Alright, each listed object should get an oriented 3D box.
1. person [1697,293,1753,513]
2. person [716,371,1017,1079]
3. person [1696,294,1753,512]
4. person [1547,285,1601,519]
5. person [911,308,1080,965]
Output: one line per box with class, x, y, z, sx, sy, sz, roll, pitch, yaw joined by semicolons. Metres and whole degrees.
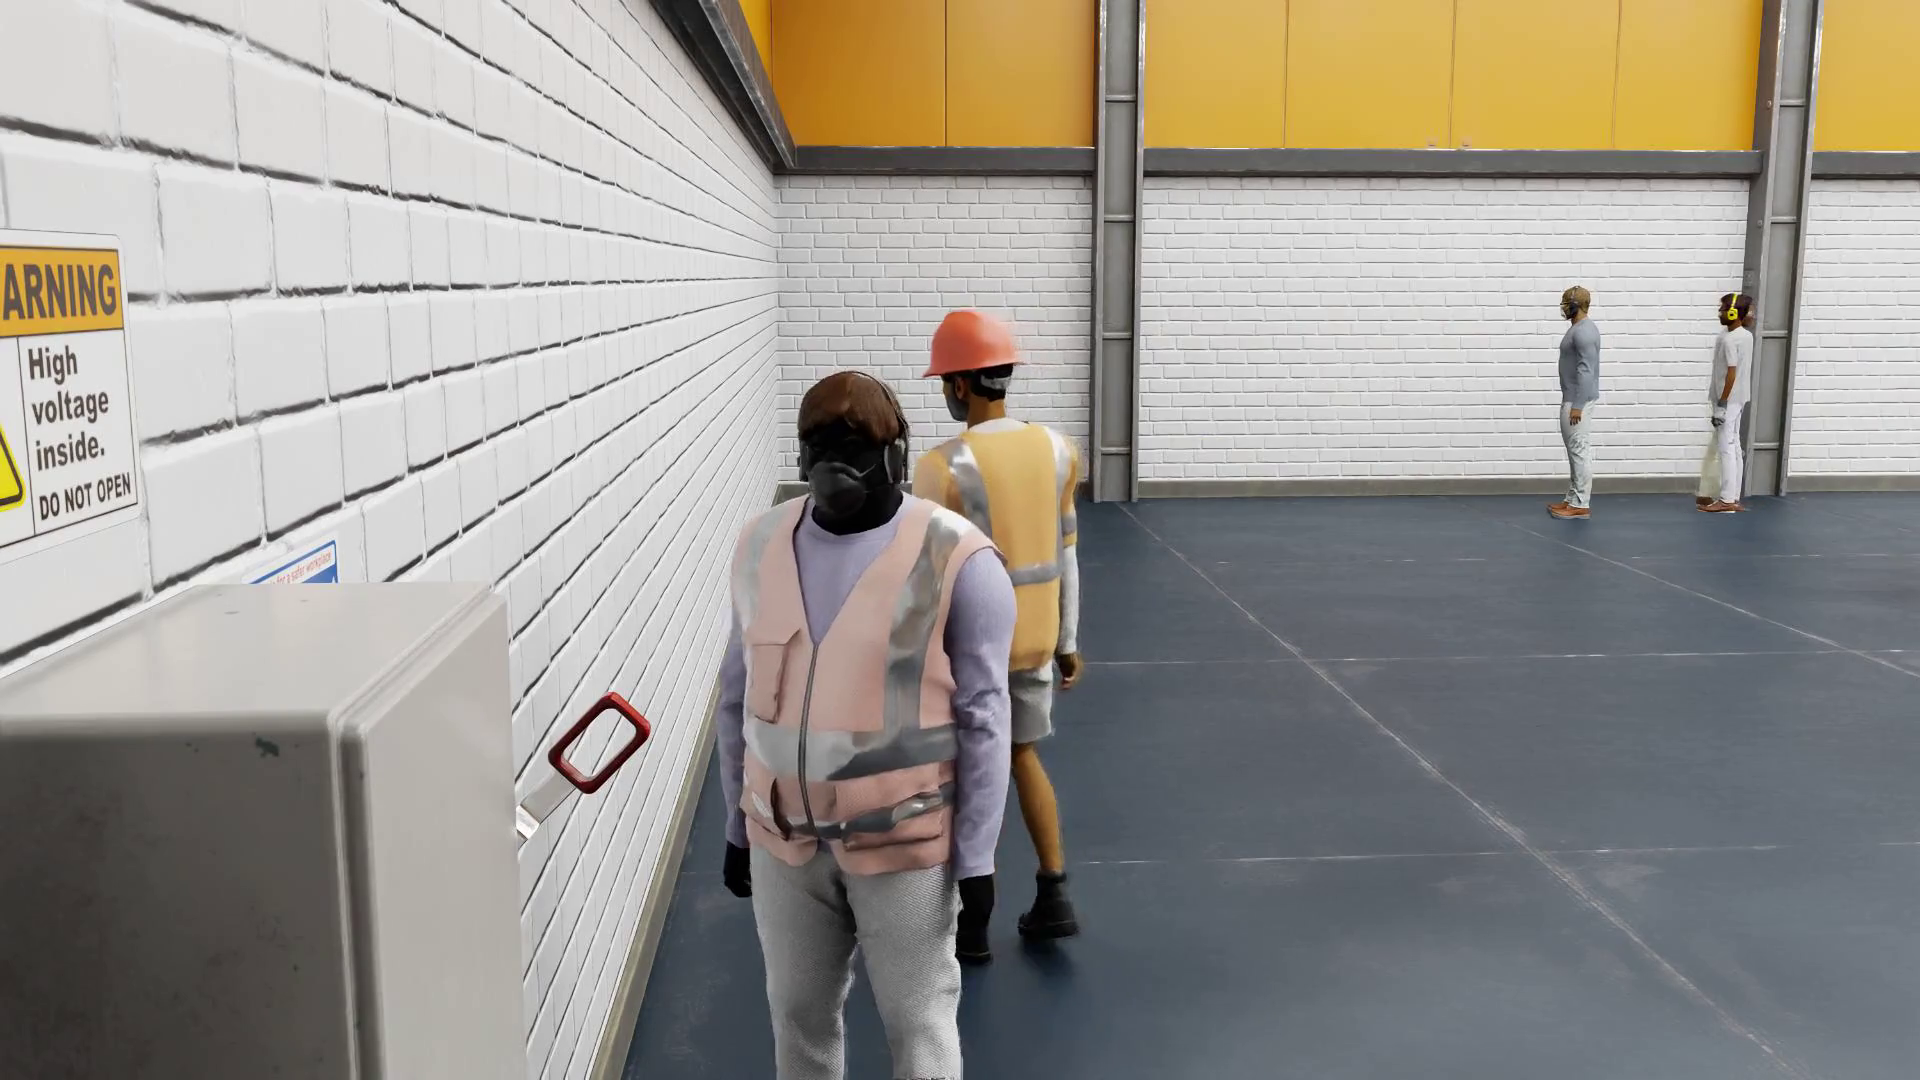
person;6.554;-1.164;14.198;0.329;1.874;0.507;7;11;38
person;-0.213;0.589;3.317;0.642;1.841;0.432;4;10;23
person;6.626;-1.184;14.350;0.361;1.873;0.523;4;10;24
person;5.135;-1.142;13.854;0.351;1.936;0.634;3;9;16
person;0.077;0.296;4.842;0.606;1.925;0.415;-7;11;-36
